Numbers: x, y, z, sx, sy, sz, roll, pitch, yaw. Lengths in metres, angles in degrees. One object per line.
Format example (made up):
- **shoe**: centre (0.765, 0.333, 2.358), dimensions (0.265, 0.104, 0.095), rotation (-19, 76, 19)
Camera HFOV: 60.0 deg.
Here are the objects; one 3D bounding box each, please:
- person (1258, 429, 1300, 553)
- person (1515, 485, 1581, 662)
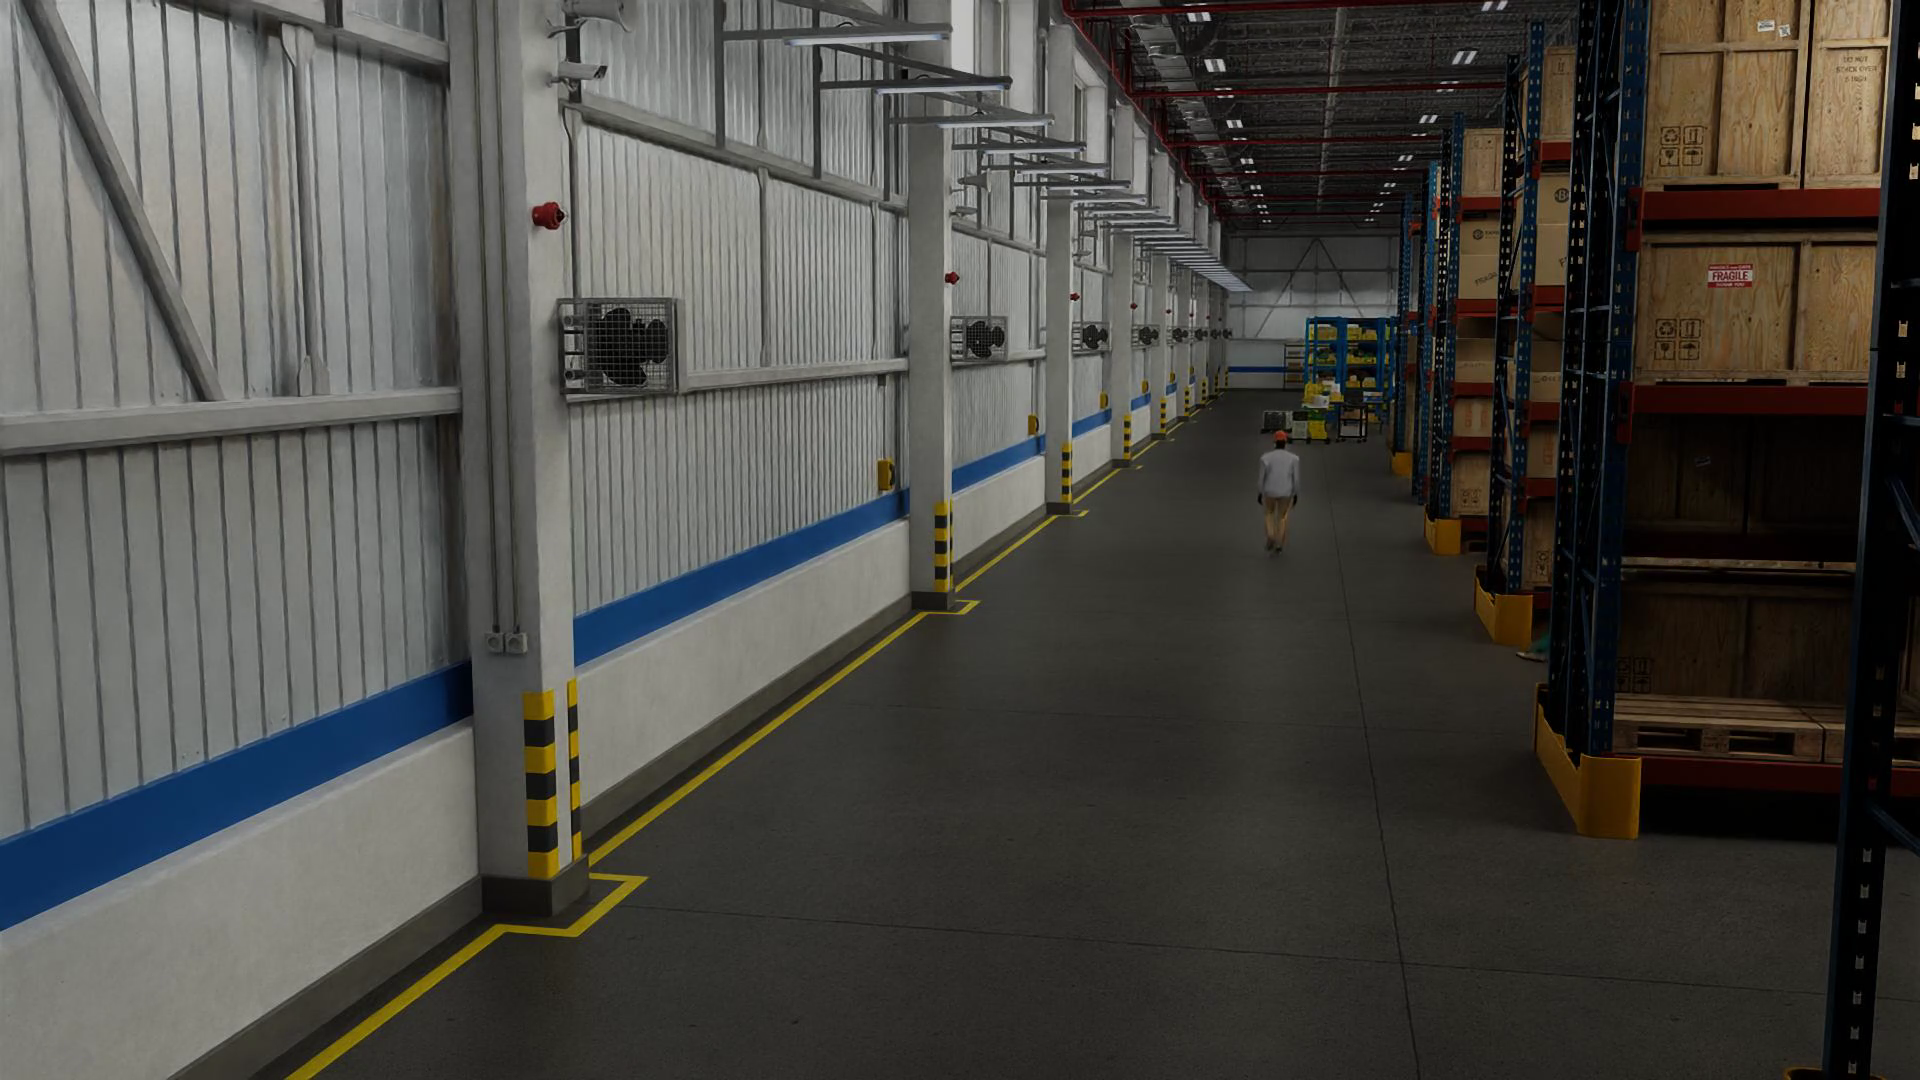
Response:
- **person**: centre (4.494, -0.693, 23.459), dimensions (0.597, 1.728, 0.594), rotation (1, 7, 6)
- **person**: centre (5.734, 0.314, 15.507), dimensions (0.930, 1.718, 0.518), rotation (2, 8, 19)
